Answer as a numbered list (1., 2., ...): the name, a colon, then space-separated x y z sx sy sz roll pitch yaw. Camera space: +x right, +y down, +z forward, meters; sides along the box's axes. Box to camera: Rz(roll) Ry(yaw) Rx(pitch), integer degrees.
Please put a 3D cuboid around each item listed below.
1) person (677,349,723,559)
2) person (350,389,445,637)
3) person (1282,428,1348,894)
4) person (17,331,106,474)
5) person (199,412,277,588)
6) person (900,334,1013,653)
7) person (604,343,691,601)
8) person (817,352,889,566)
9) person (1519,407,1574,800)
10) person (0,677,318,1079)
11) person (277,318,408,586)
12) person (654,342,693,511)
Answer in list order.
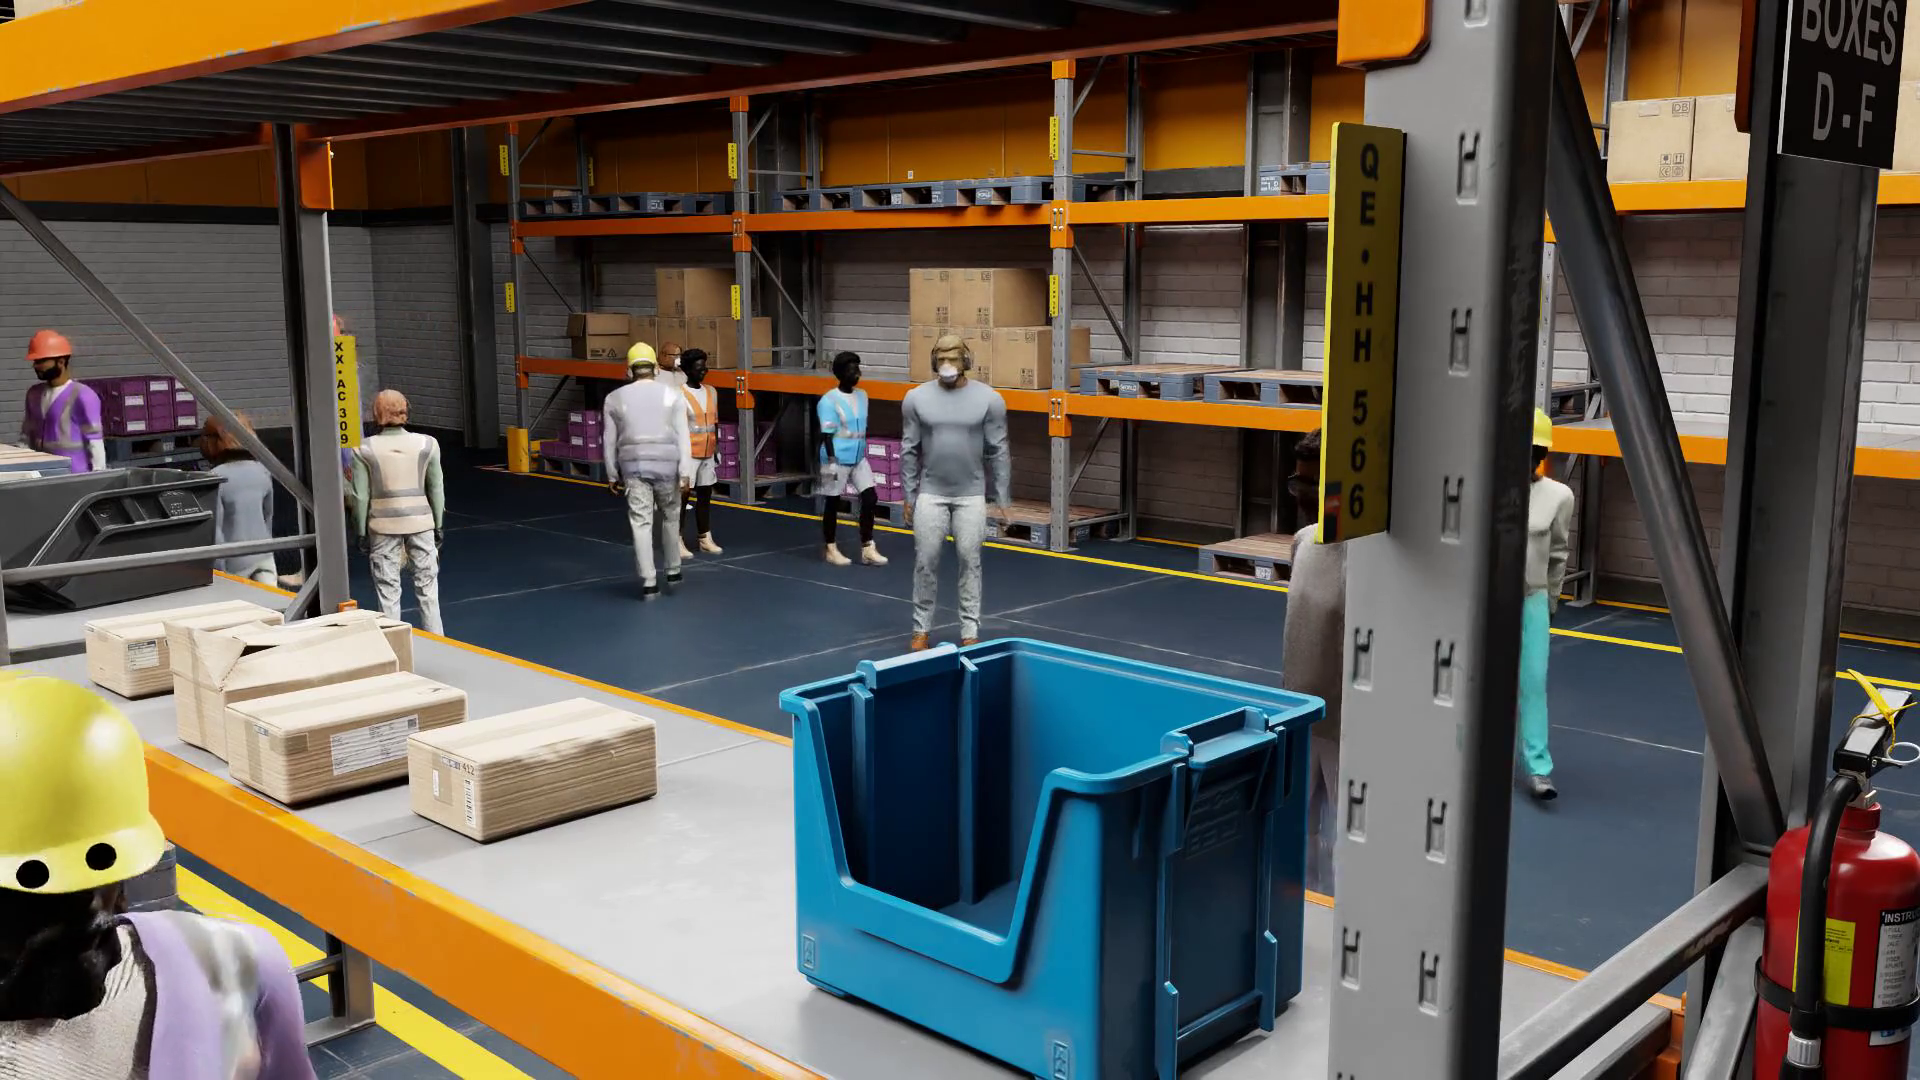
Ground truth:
1. person: -2.131 -0.691 13.337 0.320 1.687 0.533 7 12 37
2. person: -3.193 -0.040 9.487 0.514 1.639 0.314 -5 10 -27
3. person: 1.116 0.604 4.988 0.541 1.876 0.545 -5 10 -26
4. person: -5.937 -0.393 10.830 0.553 1.913 0.701 5 10 27
5. person: -3.752 0.123 8.650 0.835 1.588 0.513 4 10 23
6. person: -0.019 -0.254 9.916 0.696 1.935 0.478 1 9 8
7. person: -2.213 -0.499 11.836 0.617 1.783 0.870 -1 9 -7
8. person: -0.813 -0.608 12.822 0.653 1.673 0.557 8 12 40
9. person: 2.439 0.266 7.386 0.531 1.715 0.933 1 9 6
10. person: -0.906 1.085 1.836 0.960 1.883 0.592 7 12 36
11. person: -4.523 -0.669 12.250 0.976 2.014 0.624 -4 10 -24
12. person: -2.764 -1.079 15.900 0.277 1.629 0.496 7 11 36
